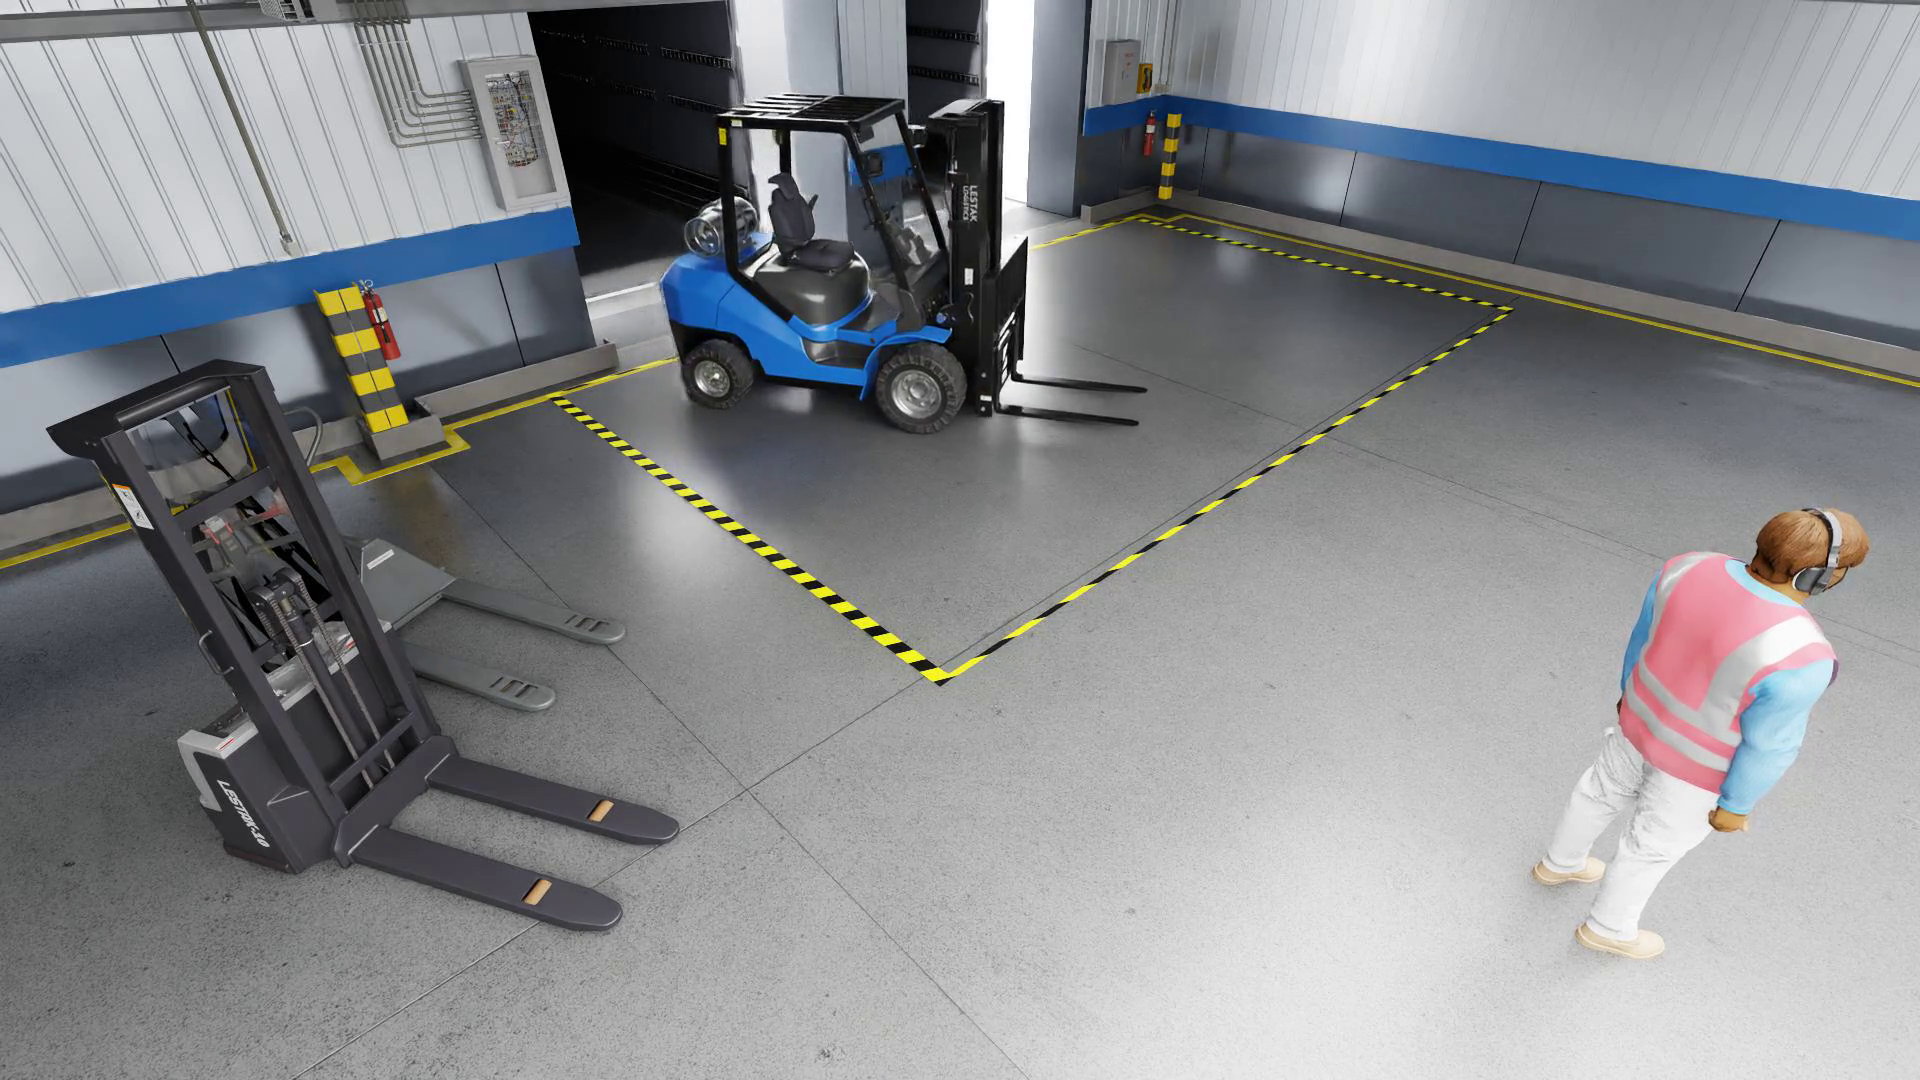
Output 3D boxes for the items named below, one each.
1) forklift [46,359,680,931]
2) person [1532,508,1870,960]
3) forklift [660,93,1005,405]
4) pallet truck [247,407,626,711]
[{"bbox_3d":[-2.135,0.422,3.354,1.885,1.965,0.823,10,35,14],"label":"forklift"},{"bbox_3d":[2.464,0.685,3.105,0.429,1.844,0.620,-1,34,-1],"label":"person"},{"bbox_3d":[-0.916,-2.216,6.913,2.680,2.036,1.157,9,35,13],"label":"forklift"},{"bbox_3d":[-2.628,0.038,4.590,1.601,1.201,0.680,12,36,18],"label":"pallet truck"}]
